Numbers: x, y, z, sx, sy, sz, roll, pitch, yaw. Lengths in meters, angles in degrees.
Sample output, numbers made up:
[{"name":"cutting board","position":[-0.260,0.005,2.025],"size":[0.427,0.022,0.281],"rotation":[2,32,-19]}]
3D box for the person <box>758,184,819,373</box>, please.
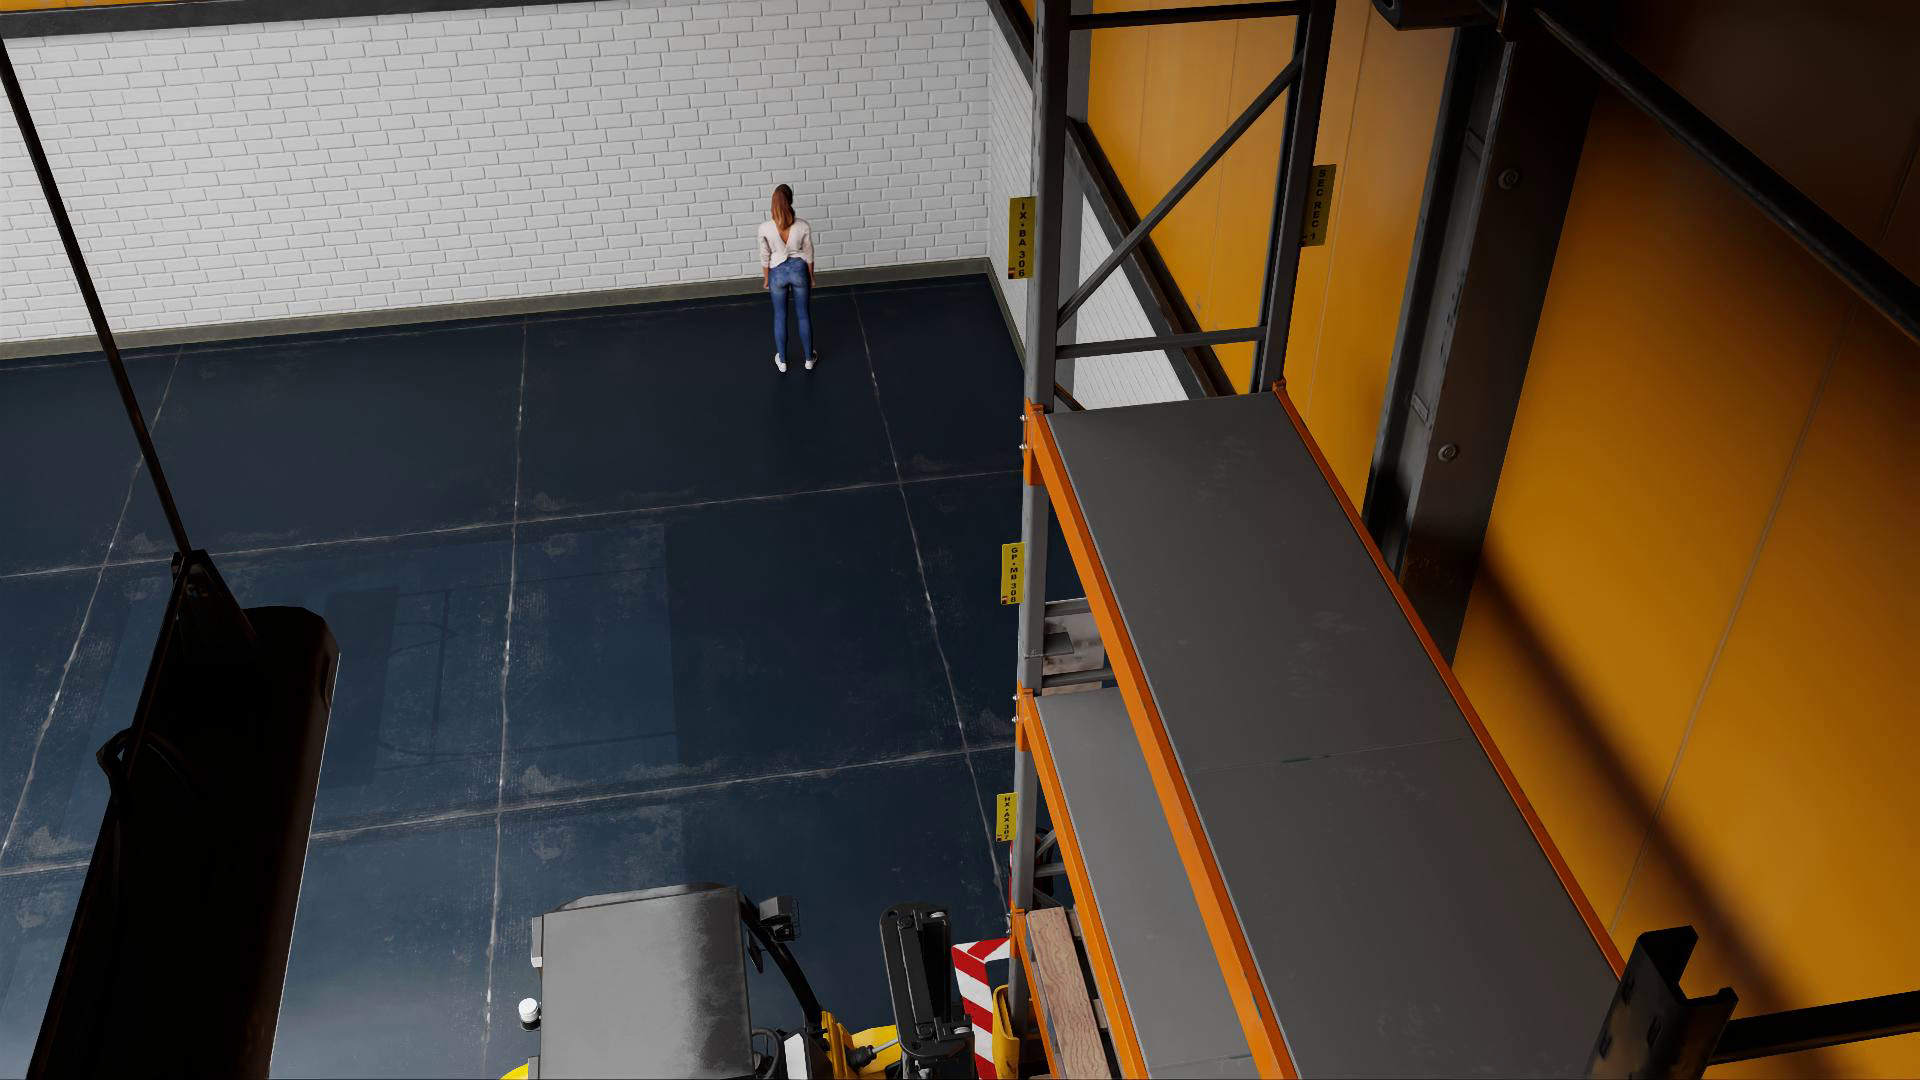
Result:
[{"name":"person","position":[-1.439,-2.205,14.021],"size":[0.612,1.720,0.535],"rotation":[-4,39,-5]}]
